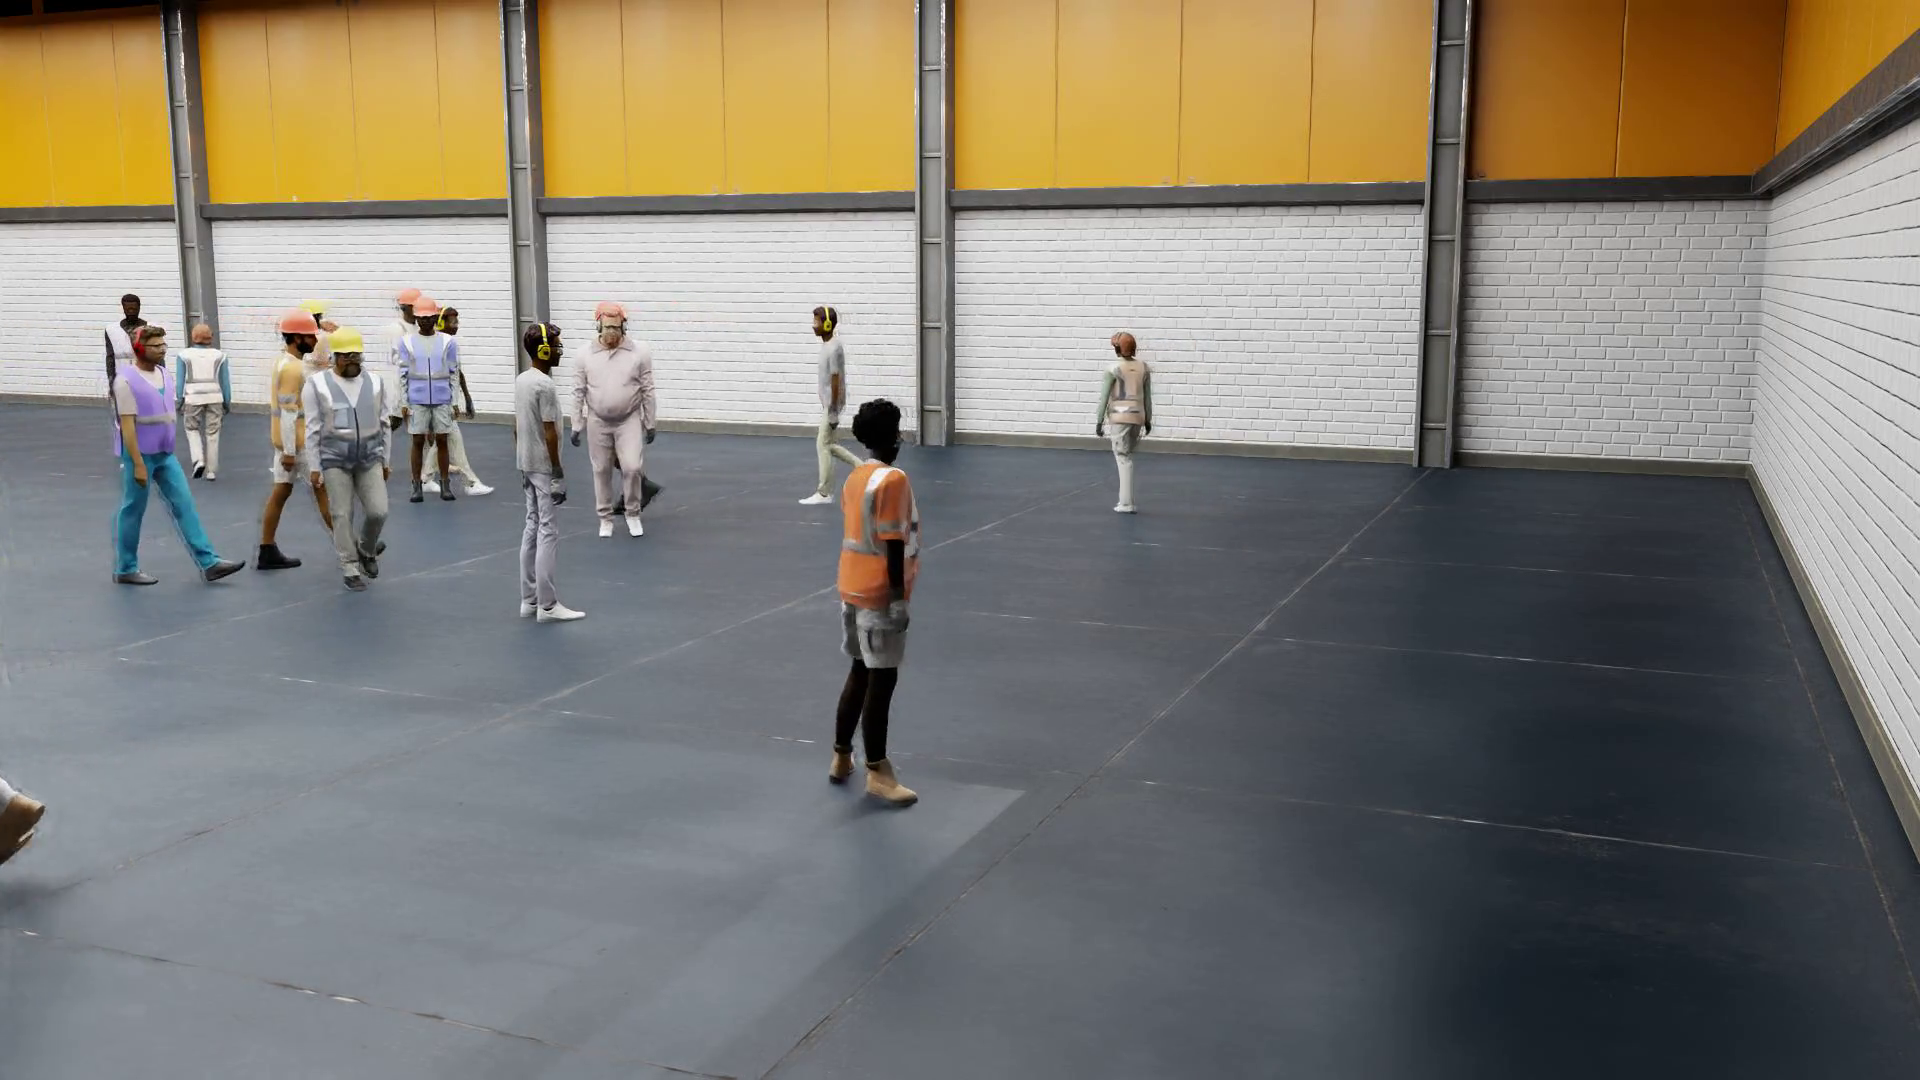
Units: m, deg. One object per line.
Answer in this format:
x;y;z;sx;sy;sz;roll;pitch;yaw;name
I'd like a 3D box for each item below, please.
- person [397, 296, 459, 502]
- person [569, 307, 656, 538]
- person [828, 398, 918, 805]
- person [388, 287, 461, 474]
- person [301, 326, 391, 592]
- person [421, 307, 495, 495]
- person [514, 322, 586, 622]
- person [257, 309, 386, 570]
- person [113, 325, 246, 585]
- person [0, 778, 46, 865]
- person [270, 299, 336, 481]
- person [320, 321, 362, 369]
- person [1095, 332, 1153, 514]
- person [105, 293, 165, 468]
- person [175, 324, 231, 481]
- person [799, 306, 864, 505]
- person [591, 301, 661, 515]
-4.990;-1.322;15.664;0.548;1.937;0.379;-4;10;-22;person
-2.817;-0.937;13.504;0.673;1.885;0.593;-1;9;-8;person
-0.346;0.250;6.963;0.324;1.671;0.613;-4;10;-22;person
-5.886;-1.676;17.651;1.041;2.003;0.621;2;10;12;person
-4.171;-0.551;11.371;0.599;1.816;0.426;-7;12;-36;person
-4.929;-1.343;16.149;0.888;1.817;0.525;2;10;12;person
-2.606;-0.423;10.421;0.323;1.870;0.518;-7;12;-36;person
-4.752;-0.734;12.215;0.952;1.889;0.562;-5;11;-27;person
-5.477;-0.567;11.467;0.940;1.802;0.600;2;10;10;person
-3.608;0.390;5.694;0.599;1.808;0.698;-3;10;-18;person
-6.583;-1.513;17.004;0.964;1.871;0.603;-2;10;-14;person
-7.072;-1.700;18.982;0.580;1.600;0.392;-4;10;-23;person
1.444;-1.058;14.989;0.546;1.618;0.526;-6;11;-33;person
-9.074;-1.753;18.333;0.592;1.918;0.386;-3;10;-20;person
-7.802;-1.417;17.172;0.530;1.623;0.372;-5;11;-27;person
-1.147;-1.245;15.453;0.653;1.852;0.535;-1;9;-5;person
-2.968;-1.150;14.681;0.526;1.916;0.569;1;9;8;person
